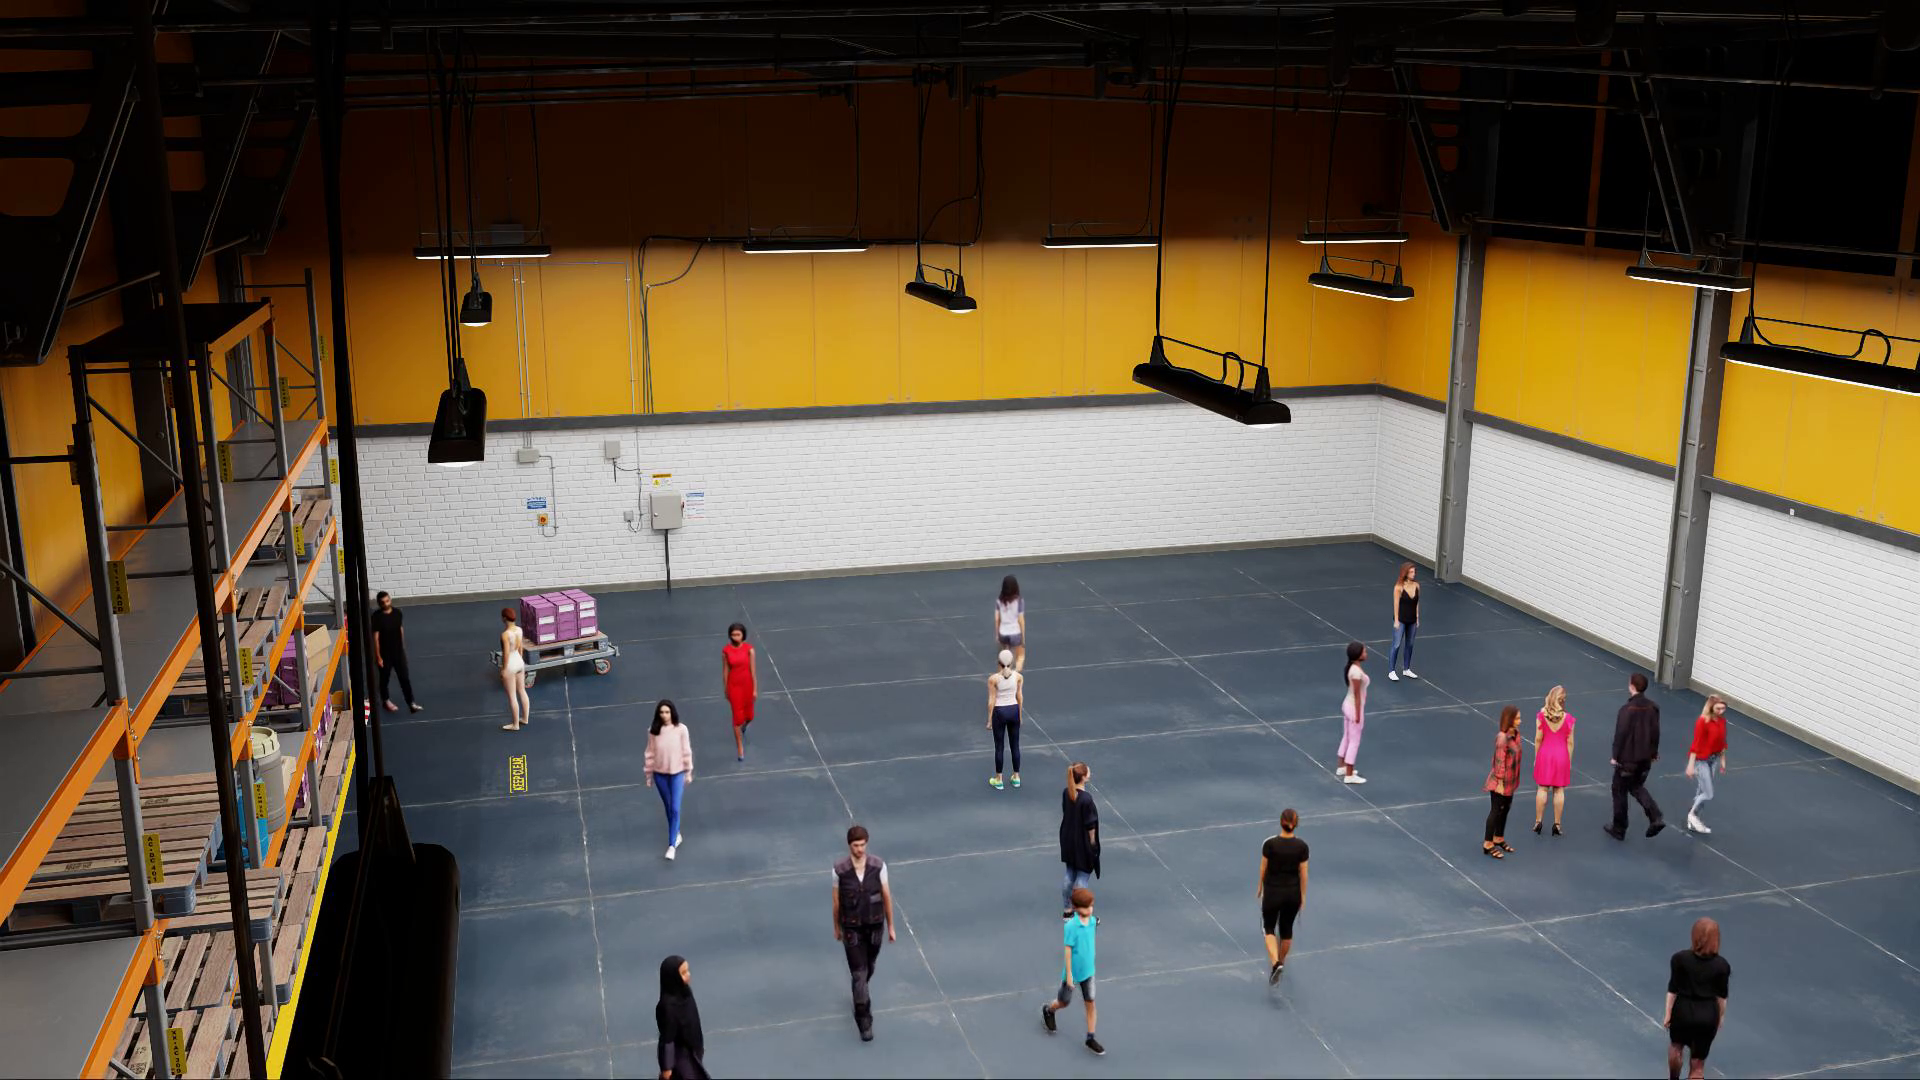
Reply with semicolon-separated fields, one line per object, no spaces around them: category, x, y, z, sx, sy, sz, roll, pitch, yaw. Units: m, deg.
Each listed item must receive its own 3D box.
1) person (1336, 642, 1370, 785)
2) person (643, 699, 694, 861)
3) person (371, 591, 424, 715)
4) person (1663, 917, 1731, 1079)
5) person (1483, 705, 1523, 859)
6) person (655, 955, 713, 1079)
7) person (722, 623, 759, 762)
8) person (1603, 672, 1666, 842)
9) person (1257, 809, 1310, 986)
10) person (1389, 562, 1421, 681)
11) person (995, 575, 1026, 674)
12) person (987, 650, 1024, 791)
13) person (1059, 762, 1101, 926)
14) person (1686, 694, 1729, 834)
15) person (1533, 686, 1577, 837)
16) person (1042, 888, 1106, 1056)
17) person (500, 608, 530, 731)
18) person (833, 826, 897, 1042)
person;4.732;2.060;20.080;0.690;1.738;0.529;0;14;-2
person;-3.132;2.543;18.076;0.910;1.742;1.119;2;14;7
person;-7.726;1.513;22.381;1.179;1.719;1.020;11;17;38
person;5.755;3.798;13.011;0.836;1.687;0.934;5;14;18
person;5.879;2.589;17.975;0.728;1.702;0.707;12;18;40
person;-2.206;3.911;12.725;0.984;1.603;1.122;3;14;11
person;-2.745;1.867;20.907;0.664;1.724;0.996;-1;14;-6
person;7.465;2.425;18.247;0.755;1.892;0.920;-6;15;-23
person;2.951;3.277;15.227;0.767;1.658;0.967;1;14;3
person;6.394;1.150;23.874;0.610;1.722;0.544;-5;15;-21
person;0.681;1.350;23.055;0.707;1.719;0.746;5;14;20
person;0.551;2.131;19.862;0.598;1.703;0.532;-4;14;-17
person;1.164;2.983;16.386;0.759;1.683;0.615;-9;16;-34
person;8.220;2.473;18.499;0.752;1.681;0.700;-10;17;-35
person;6.596;2.447;18.503;0.663;1.728;0.715;7;15;26
person;0.963;3.639;14.216;0.692;1.430;0.996;-8;16;-31
person;-5.867;1.678;21.860;0.679;1.643;0.586;5;14;20
person;-0.866;3.352;14.607;0.654;1.804;1.155;-4;14;-14
